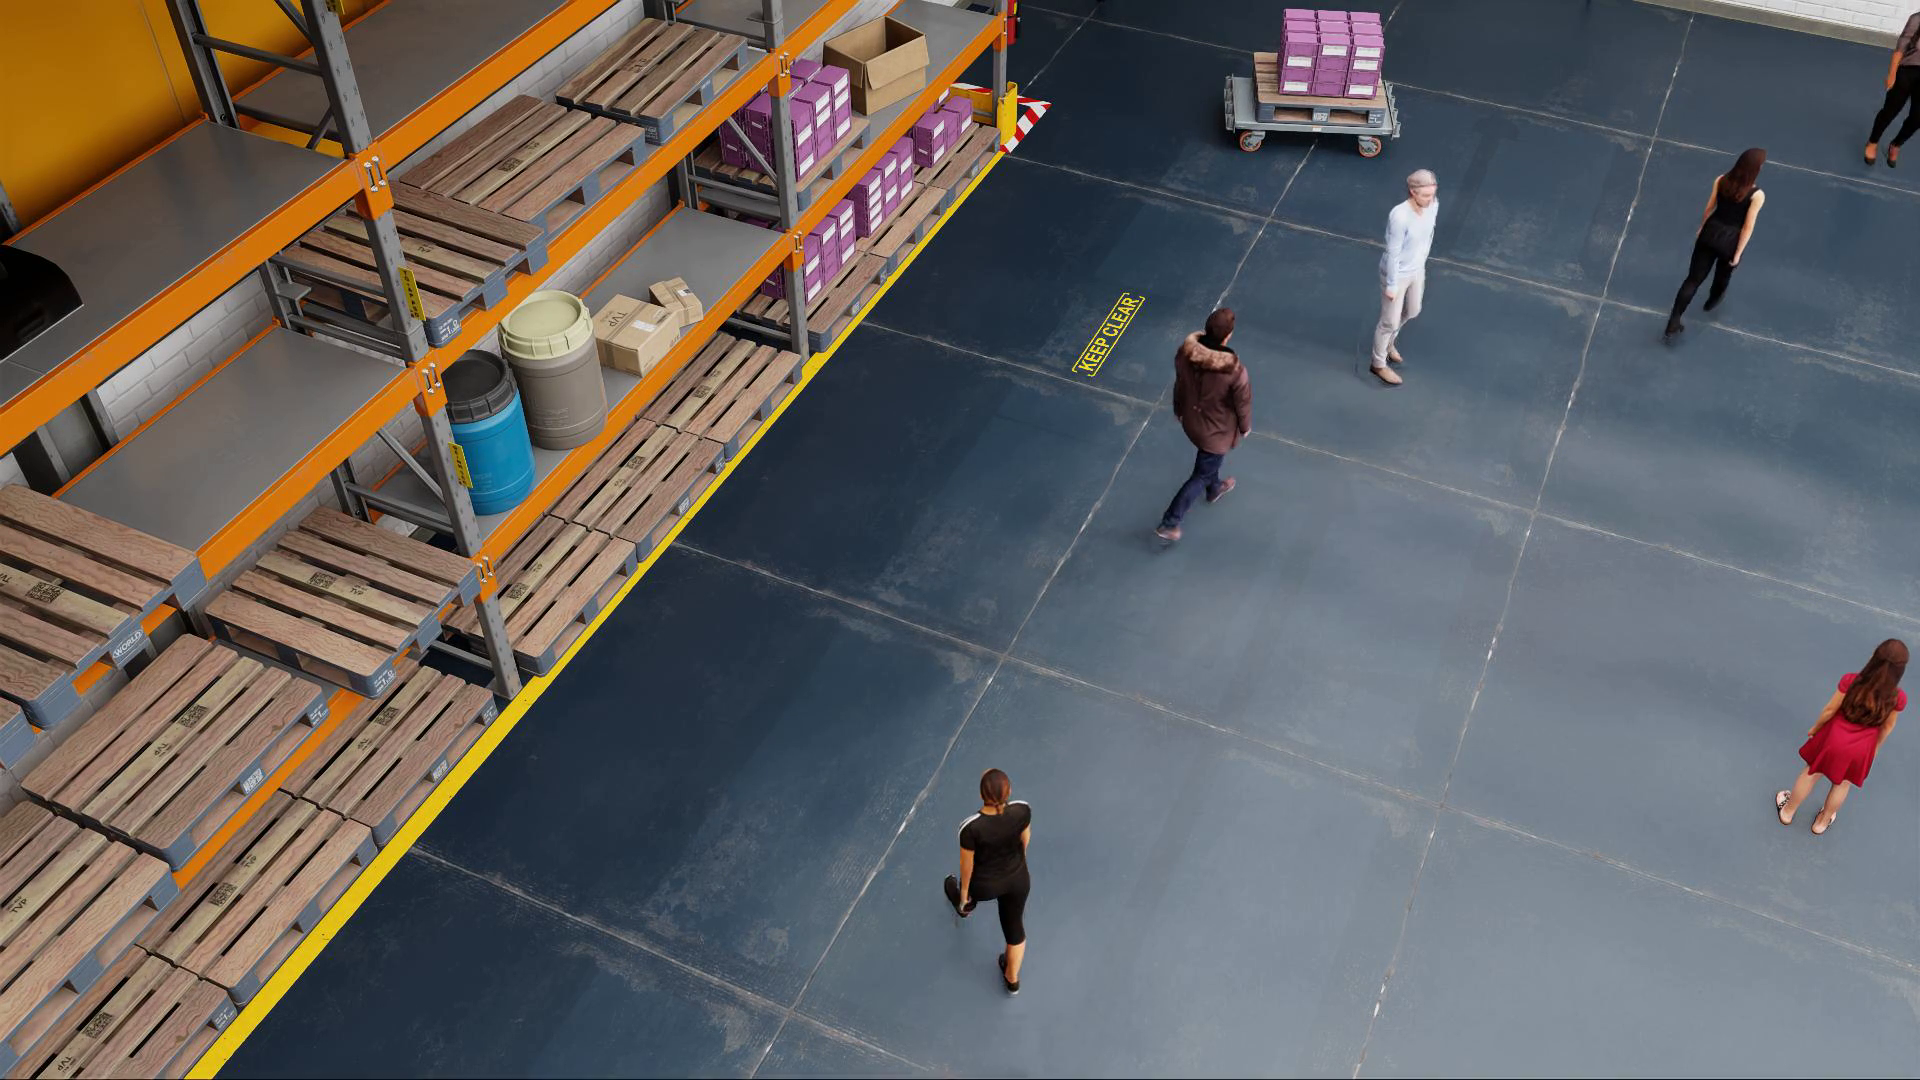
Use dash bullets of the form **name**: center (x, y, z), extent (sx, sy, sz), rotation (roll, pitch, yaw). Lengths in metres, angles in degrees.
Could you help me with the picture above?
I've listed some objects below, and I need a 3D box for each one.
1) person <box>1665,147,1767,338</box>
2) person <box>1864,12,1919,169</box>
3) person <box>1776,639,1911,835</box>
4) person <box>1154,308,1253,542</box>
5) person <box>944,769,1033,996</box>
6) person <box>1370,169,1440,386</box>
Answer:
- **person**: center (6.125, -2.380, 13.511), extent (1.229, 1.646, 0.875), rotation (-34, 53, -30)
- **person**: center (8.813, -4.331, 15.429), extent (0.758, 1.825, 0.773), rotation (5, 44, 5)
- **person**: center (5.258, 1.165, 9.857), extent (0.533, 1.553, 0.588), rotation (18, 47, 18)
- **person**: center (1.706, -0.775, 11.708), extent (1.317, 1.809, 1.078), rotation (-29, 51, -27)
- **person**: center (0.224, 1.888, 9.040), extent (0.993, 1.634, 1.079), rotation (-13, 45, -14)
- **person**: center (3.431, -2.100, 13.050), extent (0.847, 1.876, 0.906), rotation (-32, 52, -29)
